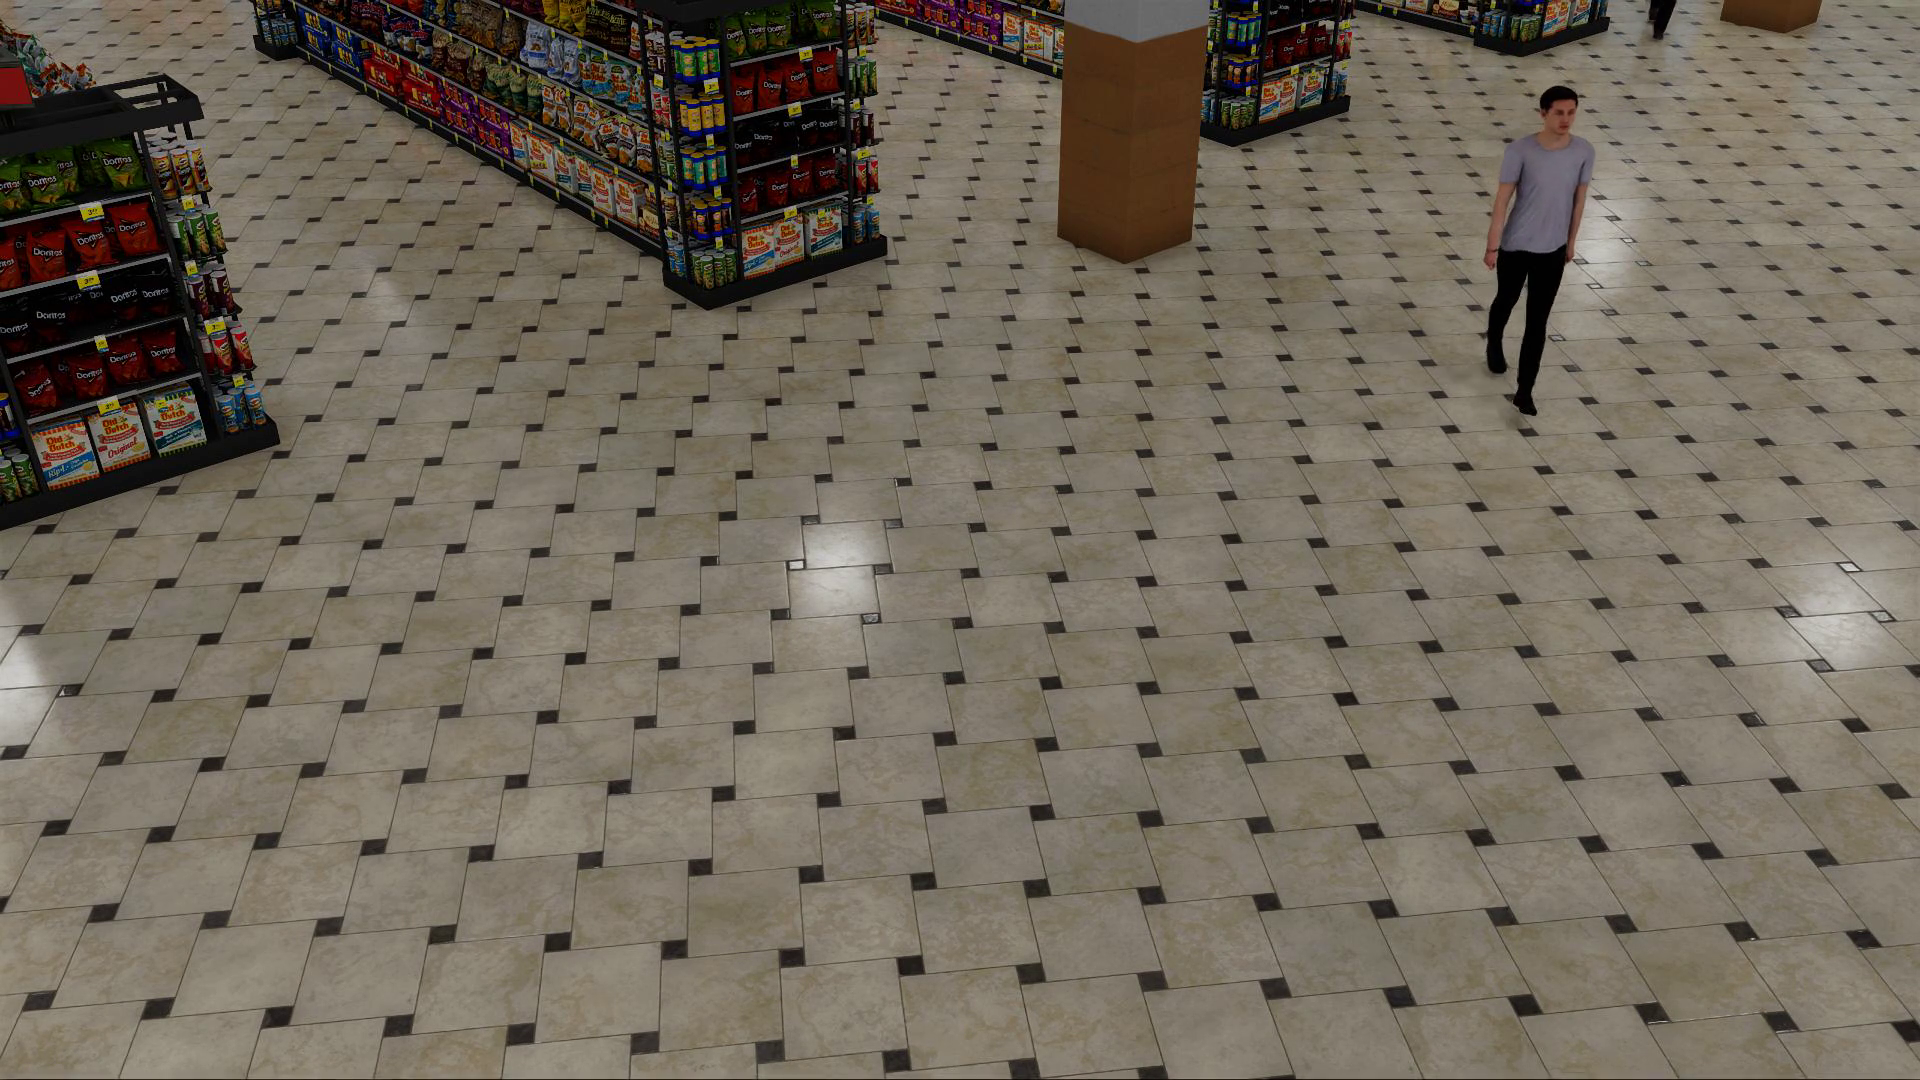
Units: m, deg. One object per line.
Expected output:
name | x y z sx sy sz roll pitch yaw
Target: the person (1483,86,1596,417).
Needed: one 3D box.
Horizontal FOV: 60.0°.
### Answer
person | 3.300 -1.720 9.659 1.220 1.820 1.259 3 32 6
